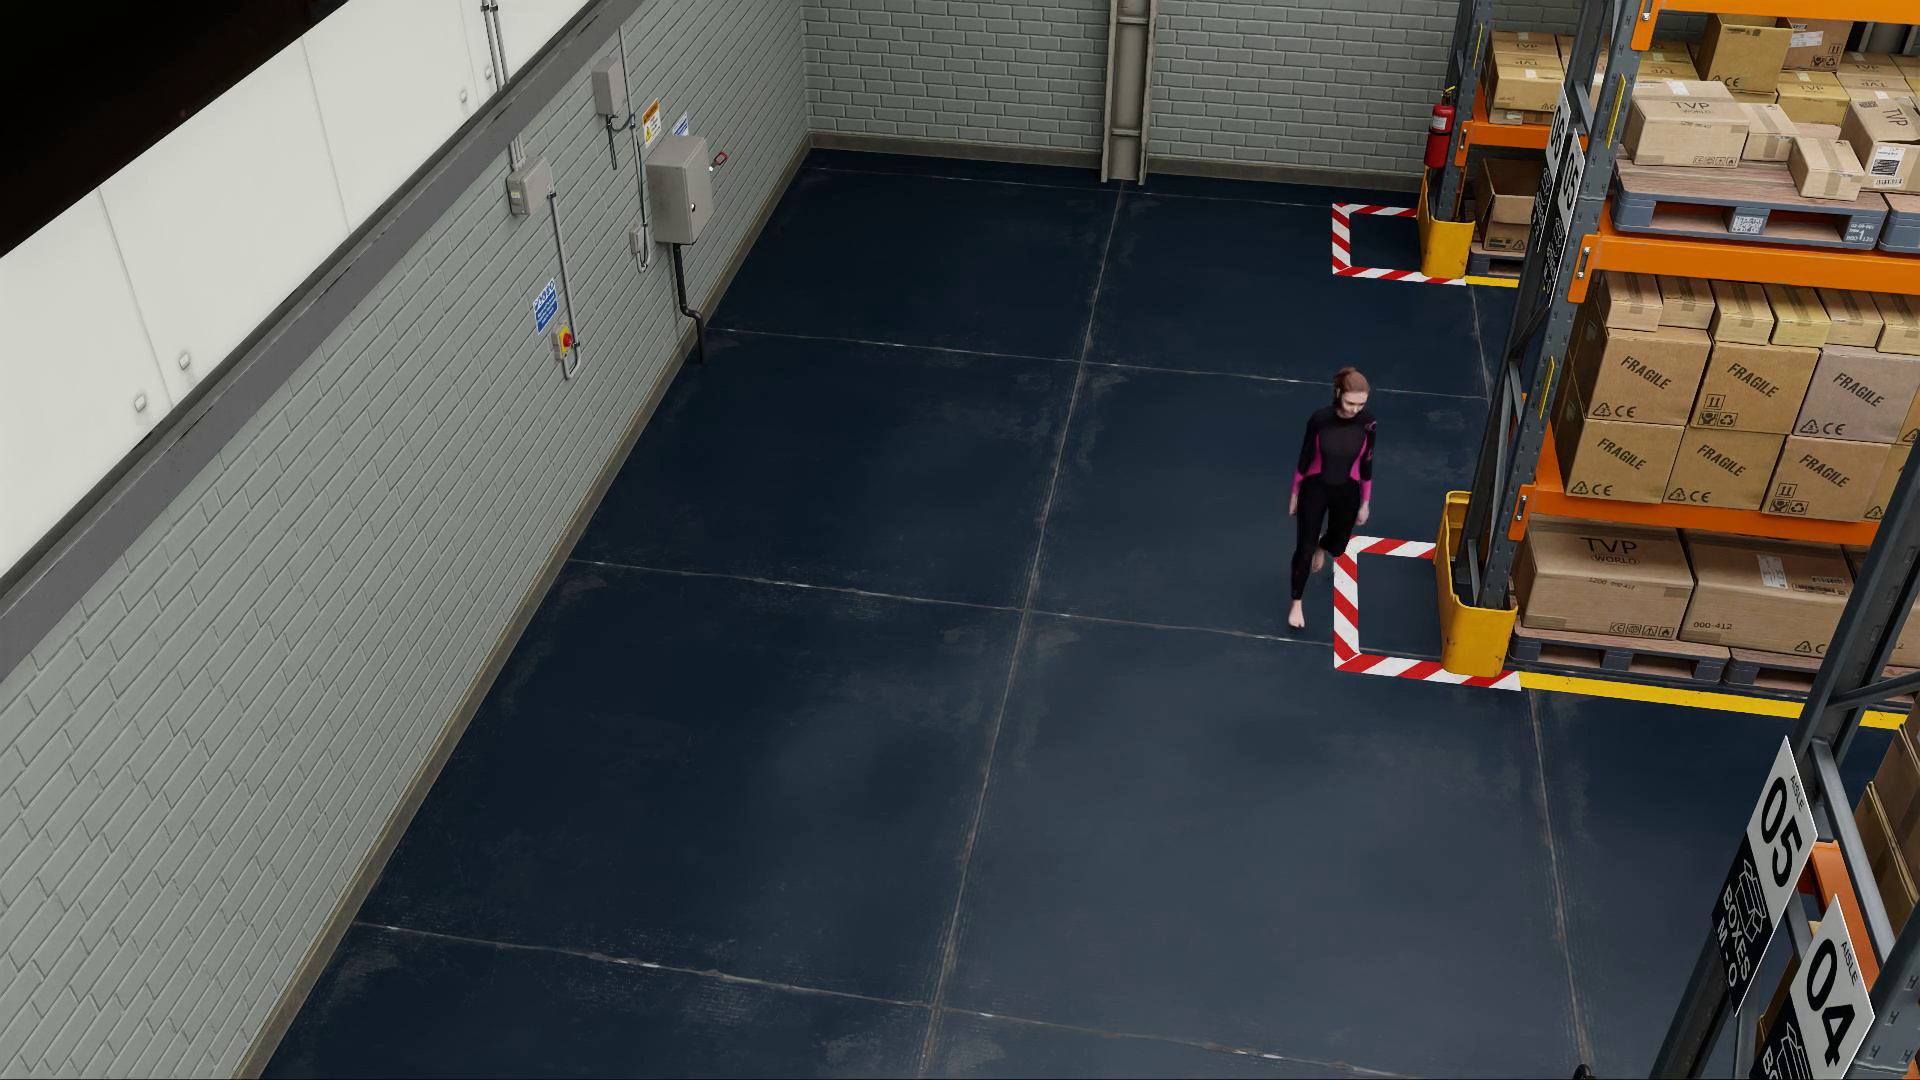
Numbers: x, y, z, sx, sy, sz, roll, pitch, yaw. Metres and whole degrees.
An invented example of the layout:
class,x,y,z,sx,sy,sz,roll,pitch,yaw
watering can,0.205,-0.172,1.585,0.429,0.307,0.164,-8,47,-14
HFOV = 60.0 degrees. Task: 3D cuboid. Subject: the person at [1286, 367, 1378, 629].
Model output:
class,x,y,z,sx,sy,sz,roll,pitch,yaw
person,2.191,-0.294,9.789,0.774,1.727,0.681,9,38,12
